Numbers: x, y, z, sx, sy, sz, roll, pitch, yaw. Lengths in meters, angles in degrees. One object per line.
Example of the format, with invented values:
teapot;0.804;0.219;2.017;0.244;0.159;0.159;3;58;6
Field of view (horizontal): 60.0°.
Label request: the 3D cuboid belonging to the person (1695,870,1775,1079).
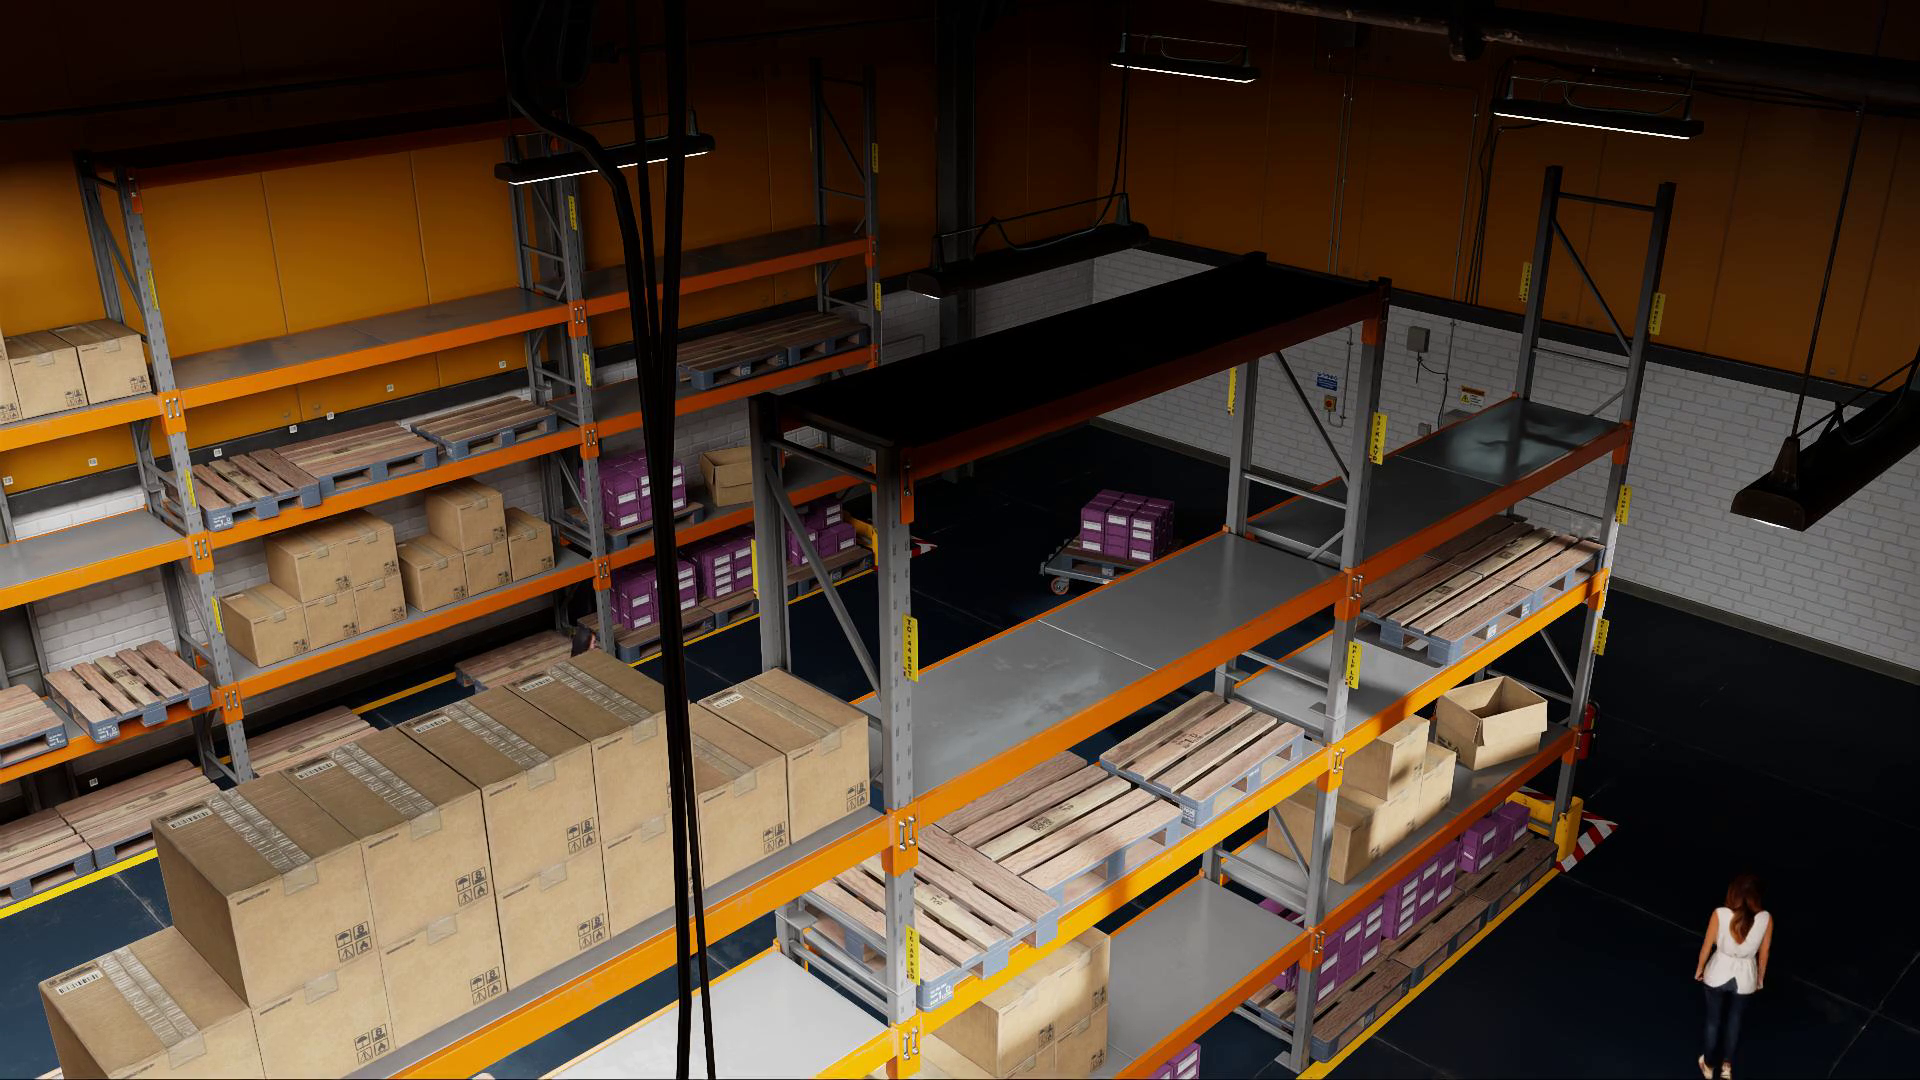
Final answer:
person;5.517;3.185;11.869;0.772;1.776;0.833;6;24;14
